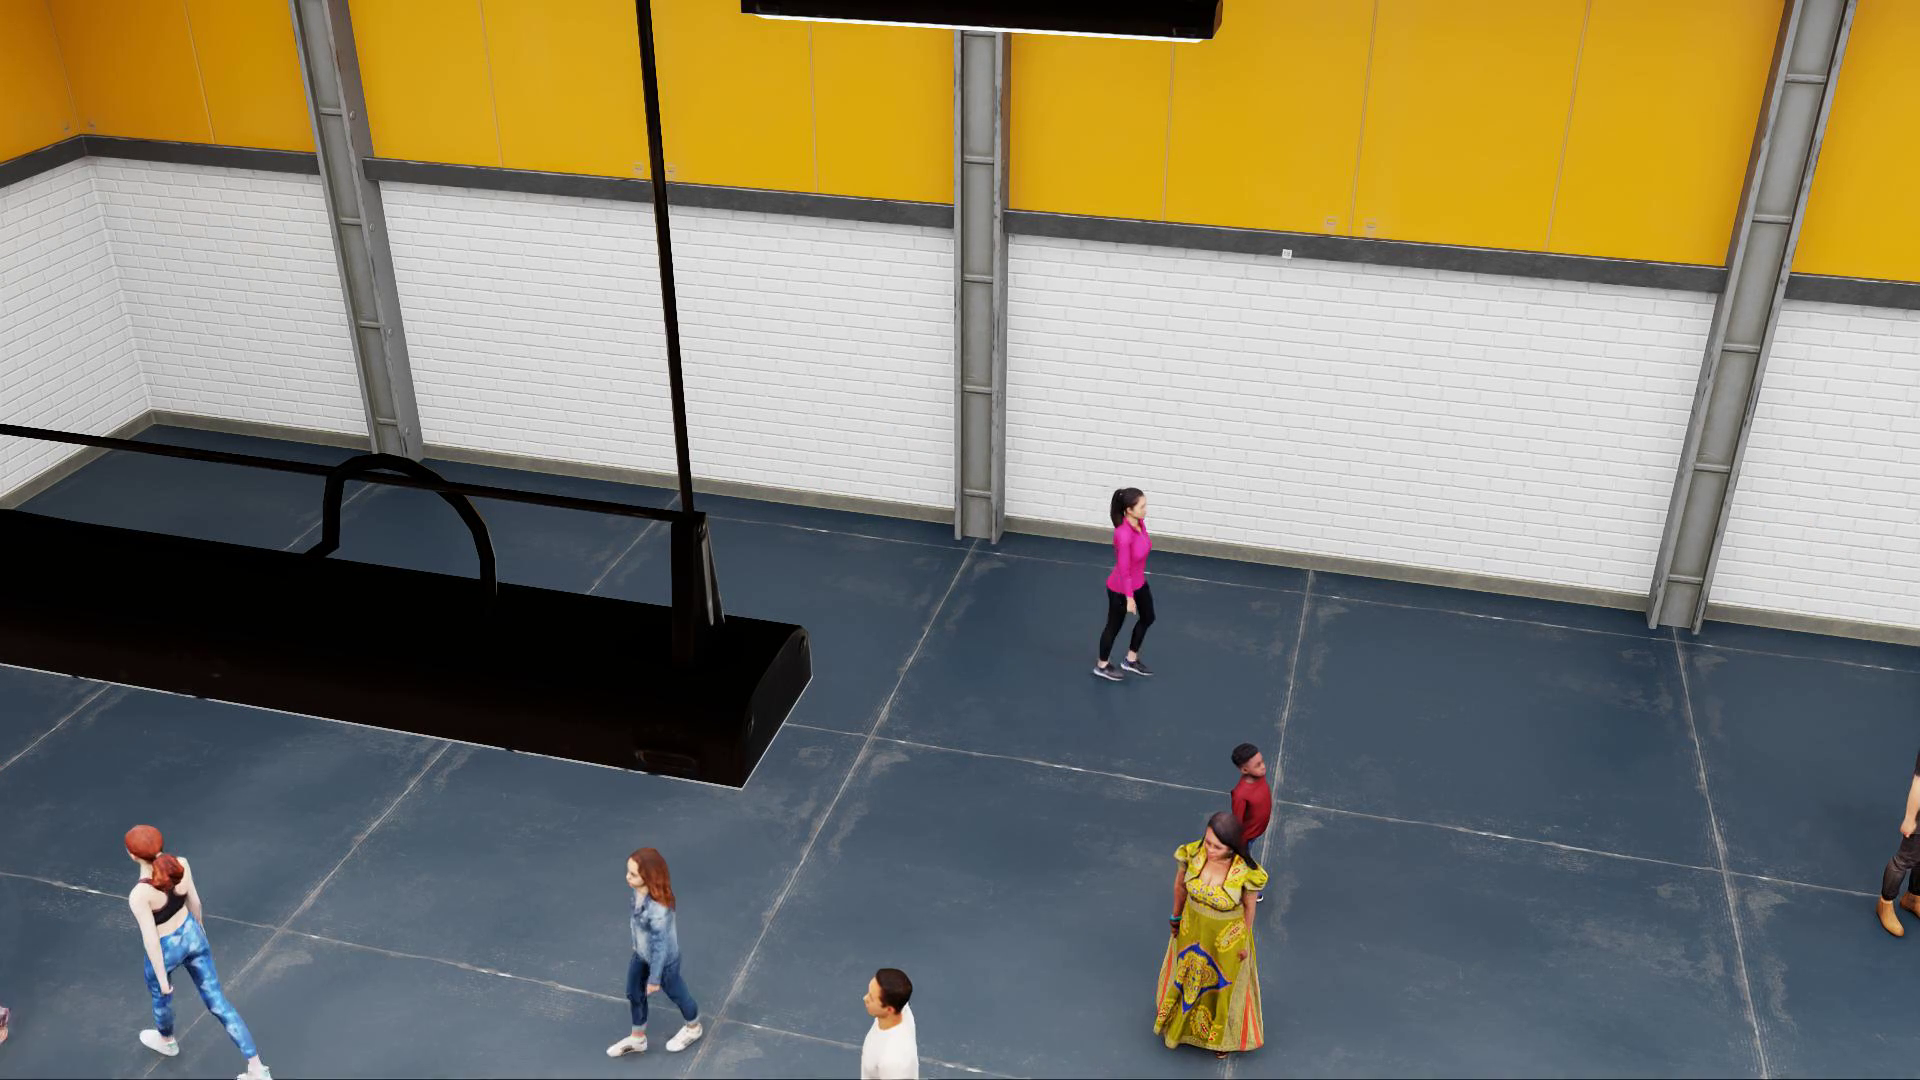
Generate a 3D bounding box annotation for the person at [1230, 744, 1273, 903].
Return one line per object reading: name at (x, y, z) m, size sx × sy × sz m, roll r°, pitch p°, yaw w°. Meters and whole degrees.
person at (1.798, 1.826, 10.551) m, size 0.577 × 1.254 × 0.561 m, roll 17°, pitch 33°, yaw 28°

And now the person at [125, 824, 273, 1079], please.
person at (-4.213, 2.331, 9.134) m, size 1.282 × 1.735 × 0.758 m, roll 13°, pitch 31°, yaw 23°

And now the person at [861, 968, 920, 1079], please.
person at (-0.240, 2.834, 8.185) m, size 1.223 × 1.761 × 0.956 m, roll -4°, pitch 29°, yaw -7°

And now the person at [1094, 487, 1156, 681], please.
person at (1.201, 0.337, 12.846) m, size 0.720 × 1.682 × 0.654 m, roll 13°, pitch 31°, yaw 23°

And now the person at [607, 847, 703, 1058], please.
person at (-1.647, 2.316, 9.440) m, size 0.892 × 1.458 × 0.841 m, roll -17°, pitch 33°, yaw -29°

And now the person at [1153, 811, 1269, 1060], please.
person at (1.438, 2.210, 9.435) m, size 0.769 × 1.659 × 0.959 m, roll 12°, pitch 31°, yaw 22°

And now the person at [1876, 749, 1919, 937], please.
person at (6.080, 1.677, 10.342) m, size 0.656 × 1.717 × 0.771 m, roll -7°, pitch 29°, yaw -13°
